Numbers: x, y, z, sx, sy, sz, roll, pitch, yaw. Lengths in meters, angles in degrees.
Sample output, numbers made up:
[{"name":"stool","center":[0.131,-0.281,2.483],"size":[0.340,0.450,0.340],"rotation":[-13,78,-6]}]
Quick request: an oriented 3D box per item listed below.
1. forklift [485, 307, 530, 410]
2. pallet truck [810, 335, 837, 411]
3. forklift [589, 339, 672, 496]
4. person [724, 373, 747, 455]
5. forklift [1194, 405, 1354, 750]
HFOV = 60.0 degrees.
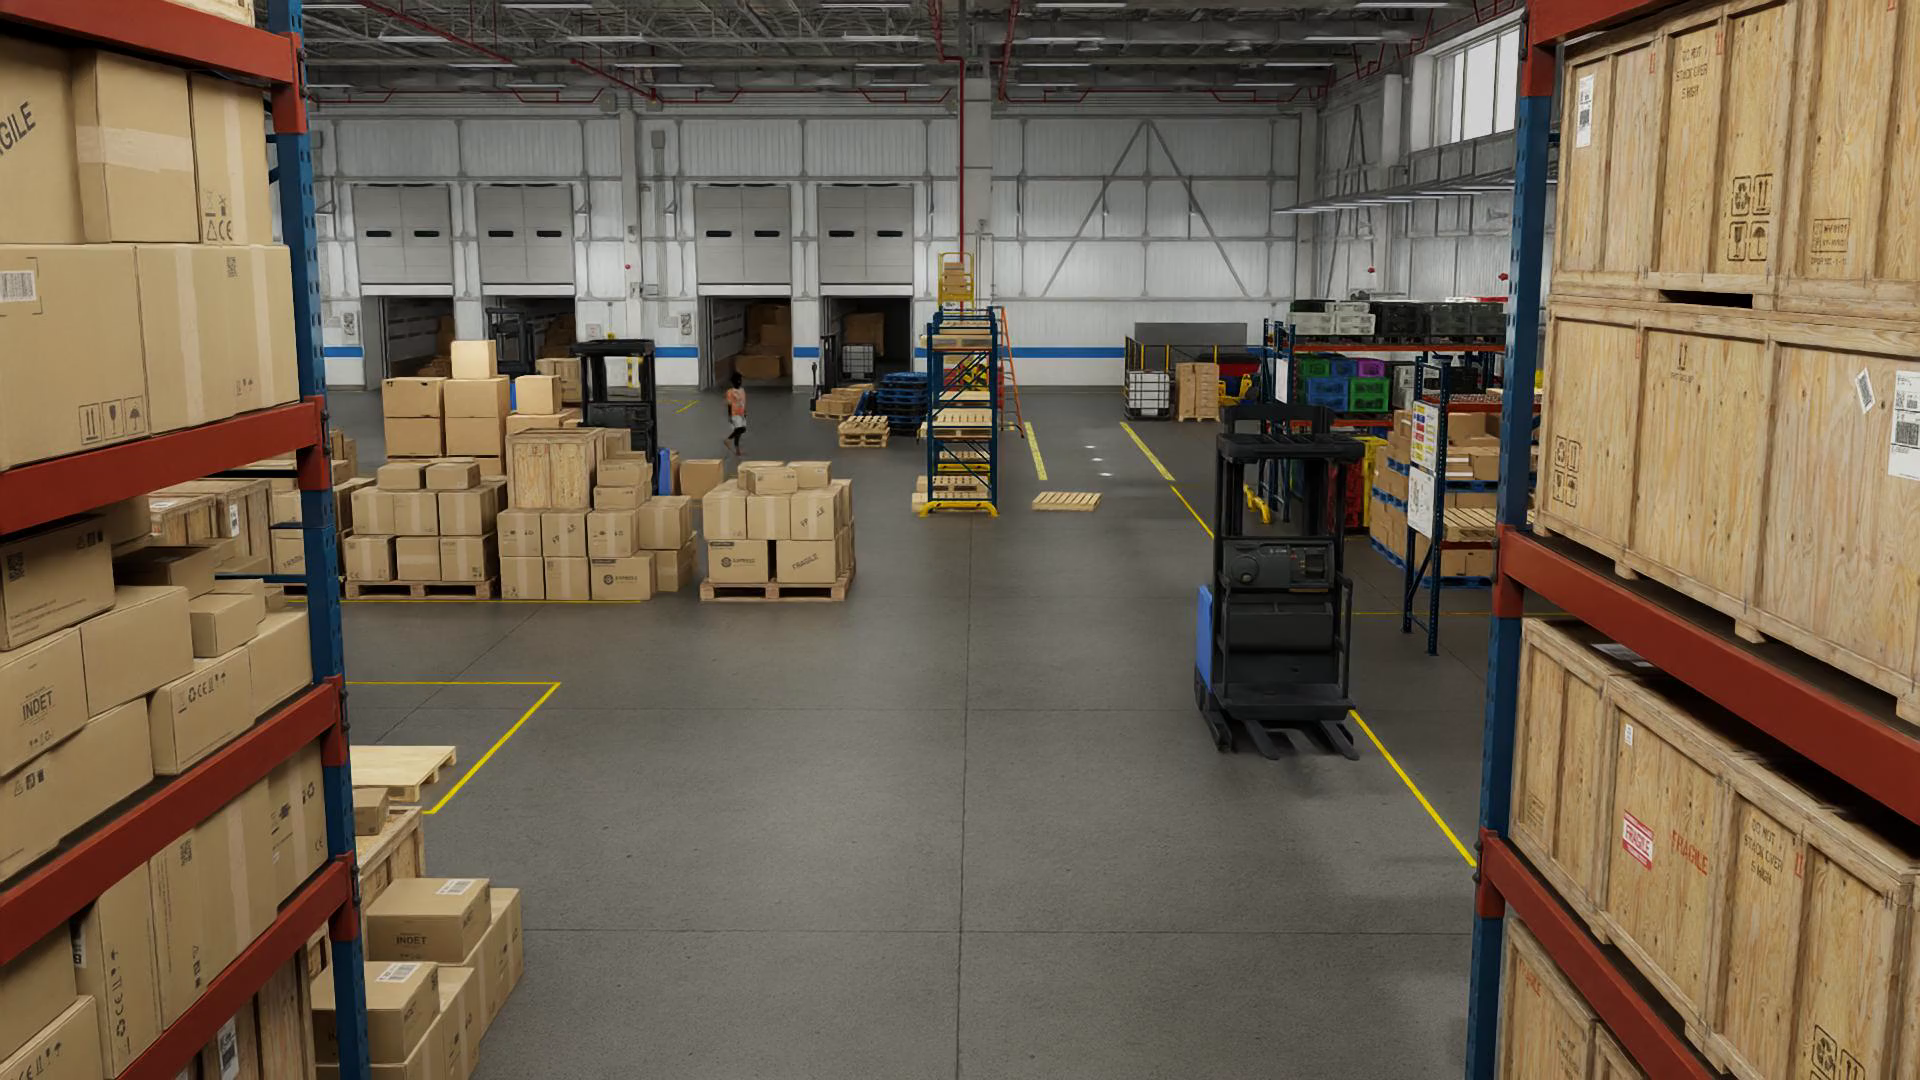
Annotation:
[{"name":"forklift","center":[-10.754,-4.150,39.646],"size":[1.129,2.768,1.873],"rotation":[0,10,1]},{"name":"pallet truck","center":[-3.021,-4.312,43.126],"size":[1.885,1.965,0.823],"rotation":[3,10,17]},{"name":"forklift","center":[-5.074,-1.646,25.196],"size":[1.129,2.768,1.873],"rotation":[0,10,1]},{"name":"person","center":[-4.616,-2.576,34.000],"size":[0.524,1.686,0.536],"rotation":[5,11,25]},{"name":"forklift","center":[2.695,0.224,14.409],"size":[1.129,2.768,1.873],"rotation":[0,10,1]}]
